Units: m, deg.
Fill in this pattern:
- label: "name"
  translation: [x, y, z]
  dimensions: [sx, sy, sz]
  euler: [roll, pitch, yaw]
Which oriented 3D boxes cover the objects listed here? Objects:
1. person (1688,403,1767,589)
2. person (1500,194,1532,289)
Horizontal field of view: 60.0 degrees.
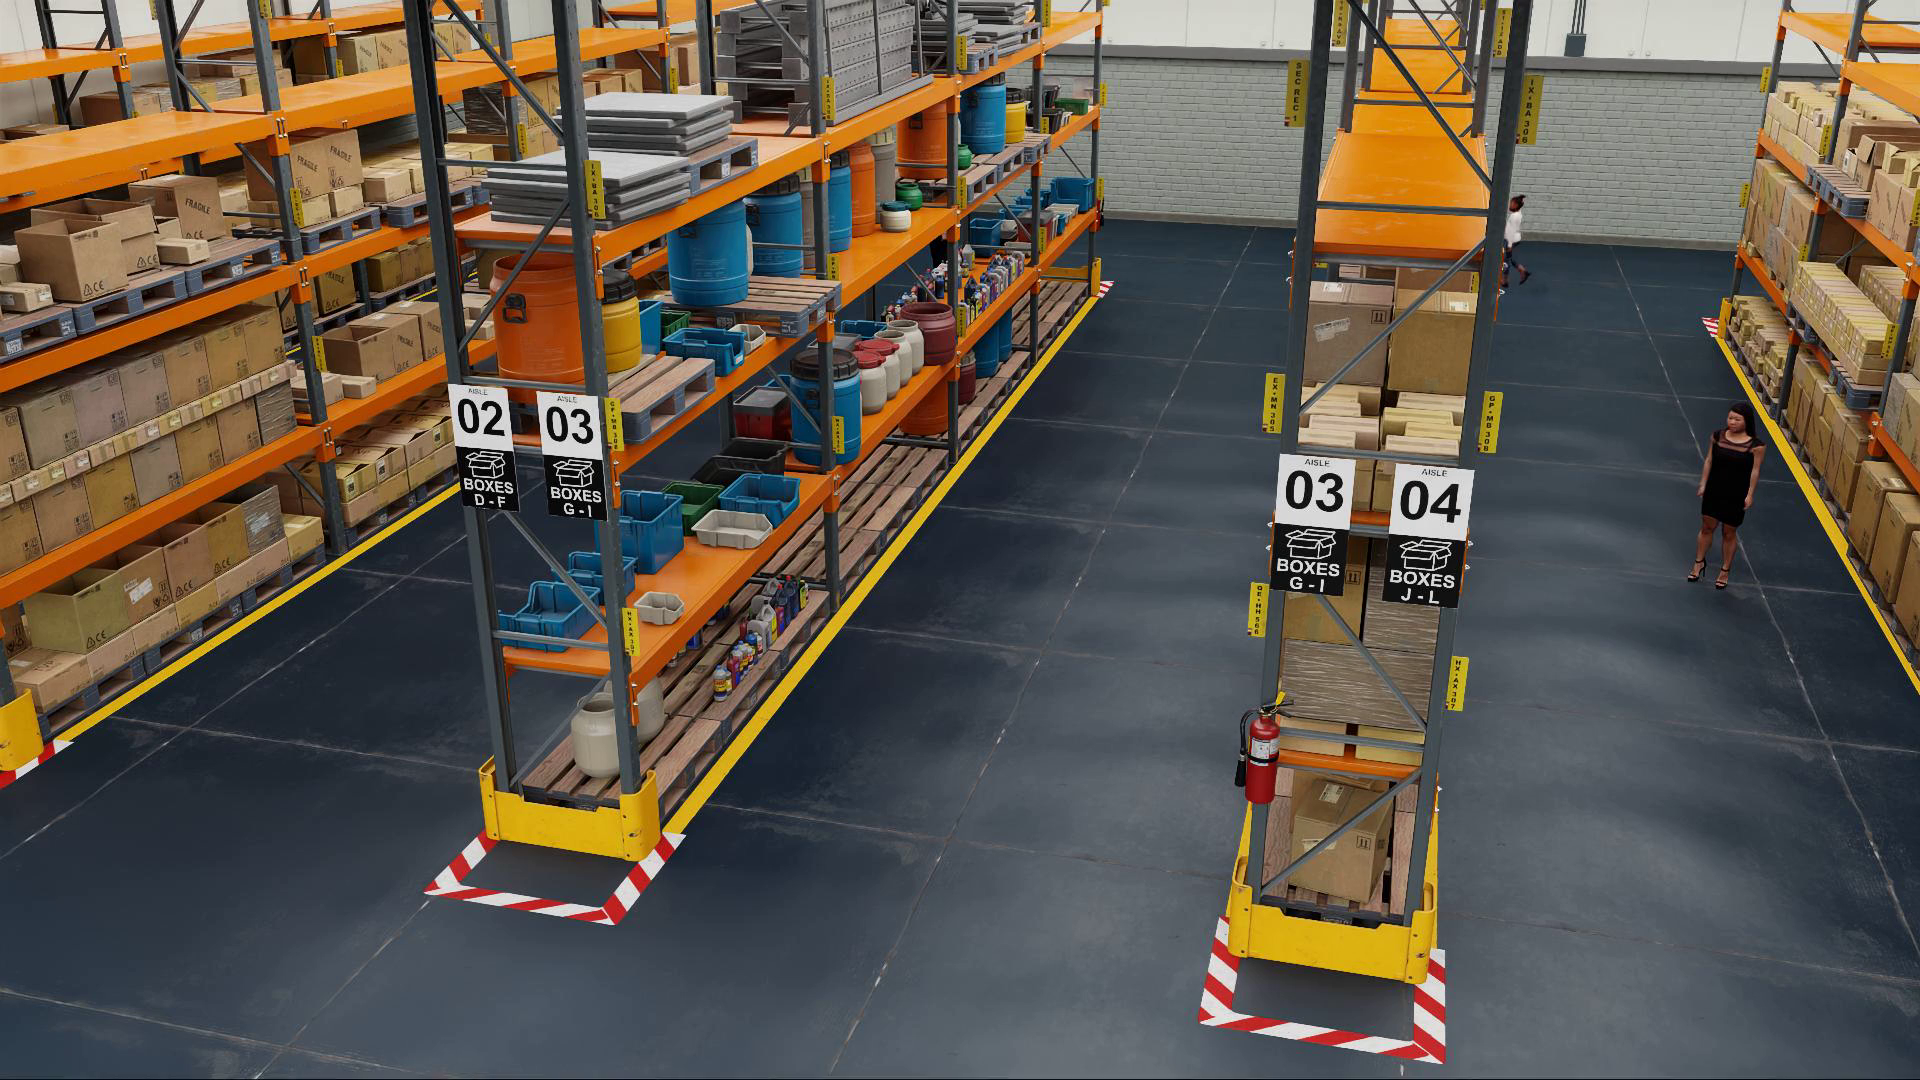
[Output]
- label: "person"
  translation: [6.846, -0.406, 14.857]
  dimensions: [0.769, 1.718, 0.751]
  euler: [-20, 30, -40]
- label: "person"
  translation: [8.478, -4.546, 25.335]
  dimensions: [0.674, 1.448, 0.745]
  euler: [9, 24, 21]
